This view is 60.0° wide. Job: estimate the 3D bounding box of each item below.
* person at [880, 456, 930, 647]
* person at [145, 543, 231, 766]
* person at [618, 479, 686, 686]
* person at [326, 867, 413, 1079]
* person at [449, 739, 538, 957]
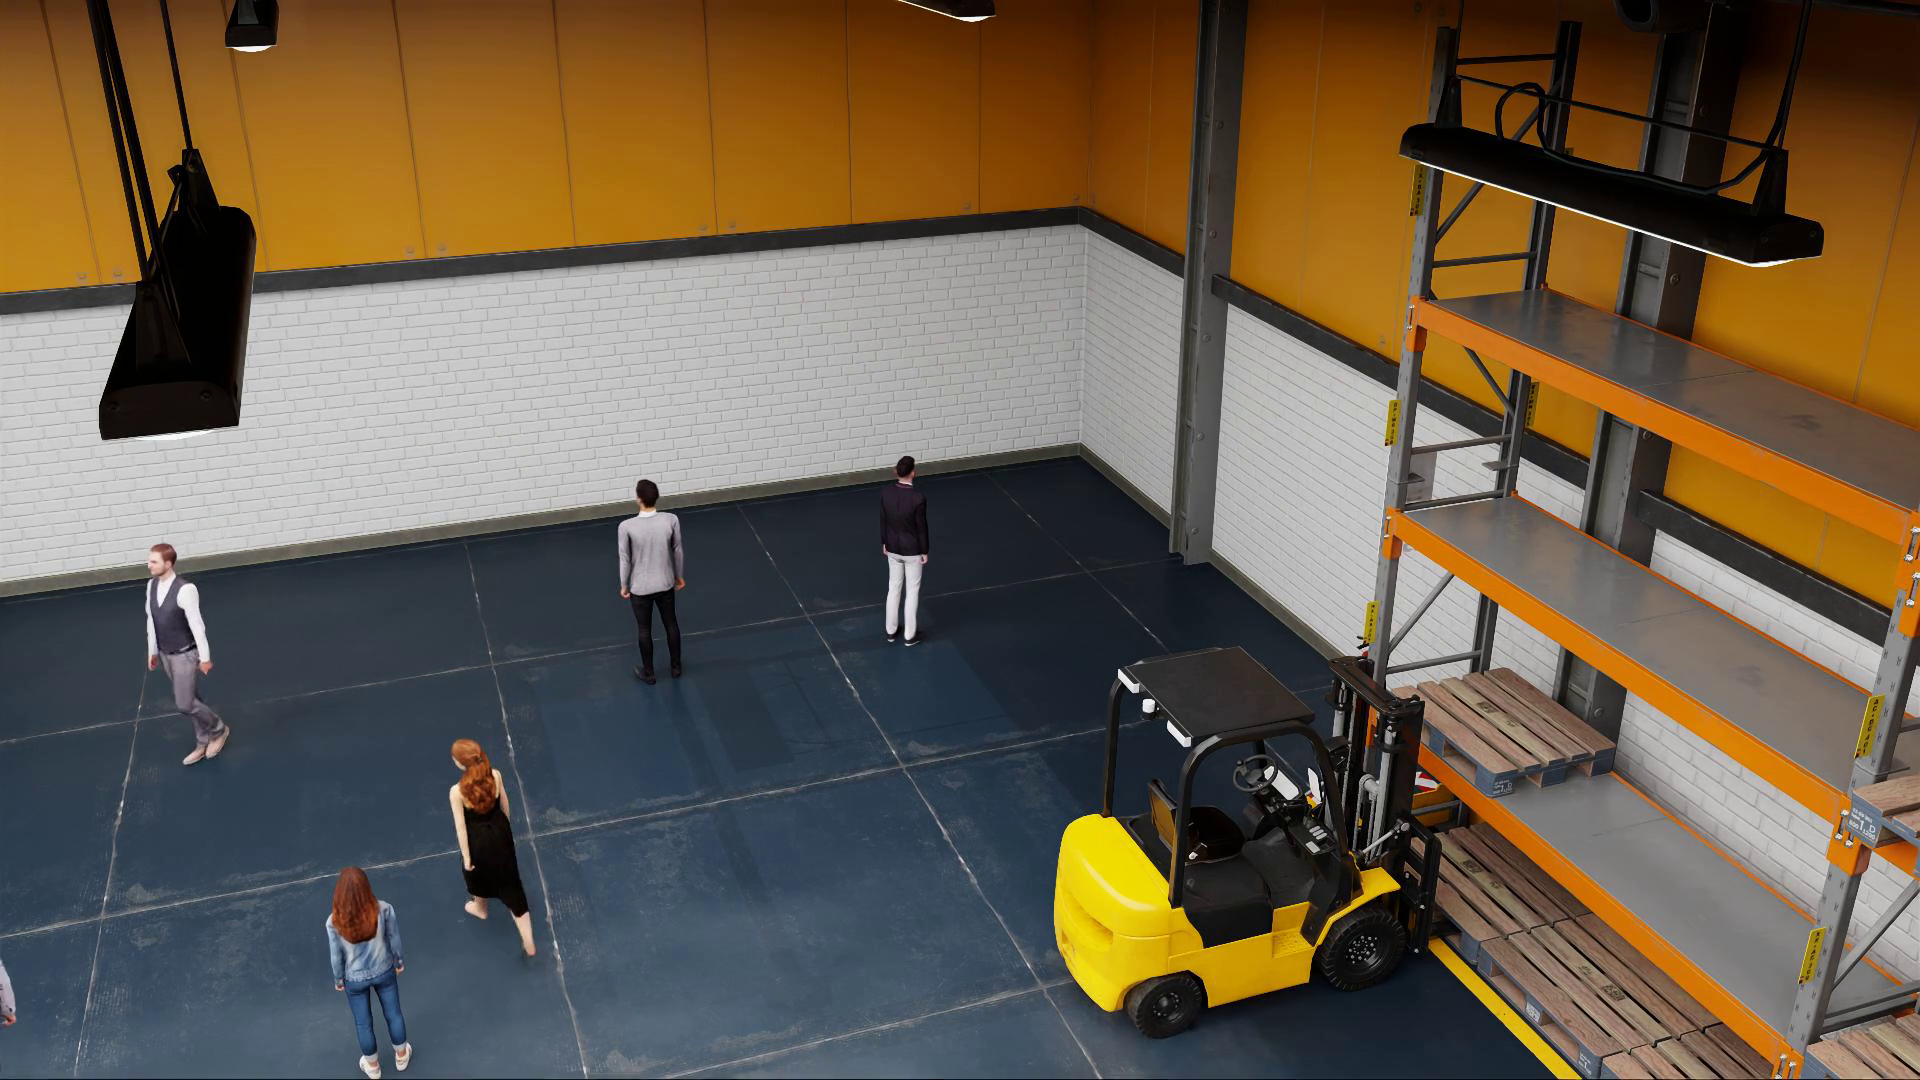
[{"bbox_3d":[-0.522,0.094,15.474,0.700,1.840,0.783,13,27,27],"label":"person"},{"bbox_3d":[-6.269,0.889,13.549,0.784,1.925,0.860,14,27,30],"label":"person"},{"bbox_3d":[-2.730,0.365,14.750,0.769,1.923,0.652,-12,26,-25],"label":"person"},{"bbox_3d":[-3.602,2.628,10.131,0.577,1.476,0.514,-11,26,-24],"label":"person"},{"bbox_3d":[-3.141,2.101,11.210,0.824,1.577,1.195,-17,29,-33],"label":"person"}]
